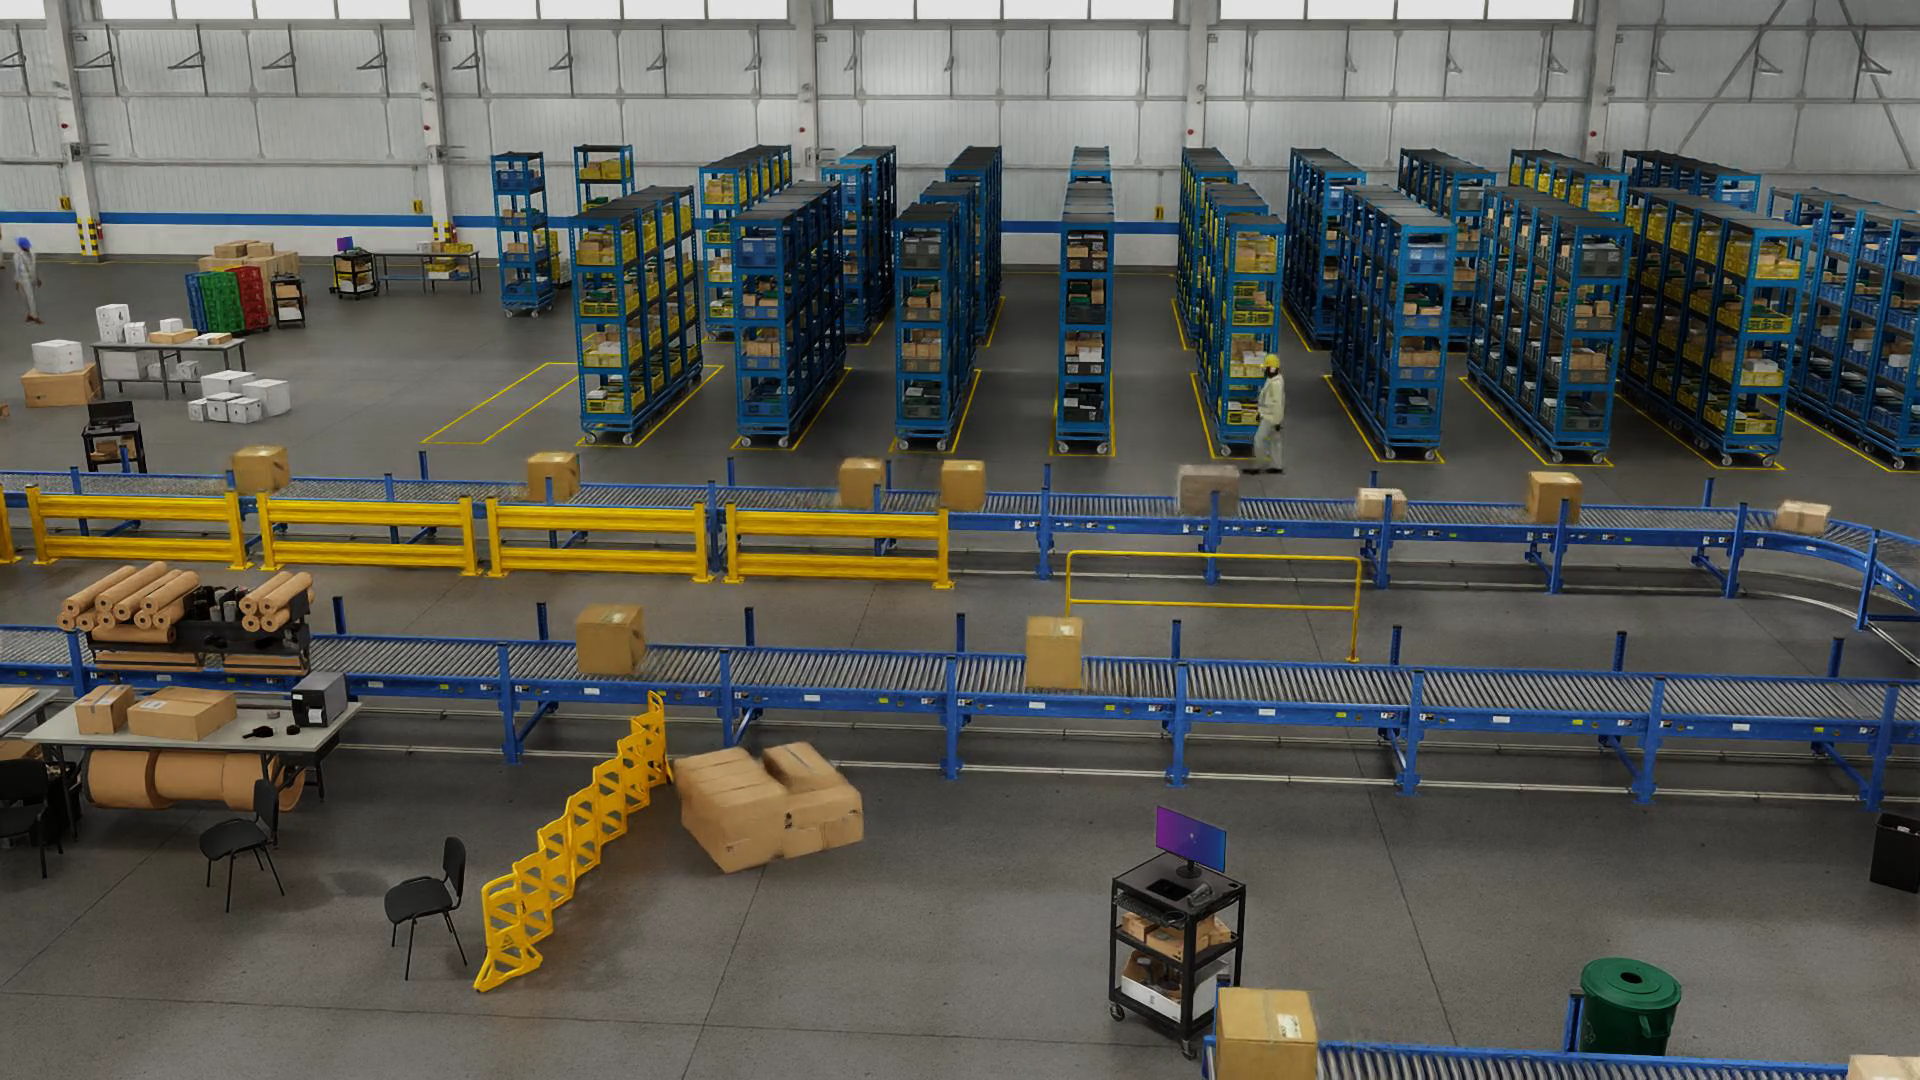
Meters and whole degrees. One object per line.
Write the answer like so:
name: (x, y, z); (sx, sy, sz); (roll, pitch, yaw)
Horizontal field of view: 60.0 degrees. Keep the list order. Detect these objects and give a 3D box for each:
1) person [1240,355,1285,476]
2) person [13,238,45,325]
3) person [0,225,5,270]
person: (4.452, -1.831, 24.420); (0.763, 1.804, 0.600); (3, 18, 10)
person: (-20.444, -5.692, 36.530); (0.678, 1.897, 0.658); (2, 18, 7)
person: (-25.814, -8.165, 44.200); (0.609, 1.996, 0.379); (-12, 21, -33)
